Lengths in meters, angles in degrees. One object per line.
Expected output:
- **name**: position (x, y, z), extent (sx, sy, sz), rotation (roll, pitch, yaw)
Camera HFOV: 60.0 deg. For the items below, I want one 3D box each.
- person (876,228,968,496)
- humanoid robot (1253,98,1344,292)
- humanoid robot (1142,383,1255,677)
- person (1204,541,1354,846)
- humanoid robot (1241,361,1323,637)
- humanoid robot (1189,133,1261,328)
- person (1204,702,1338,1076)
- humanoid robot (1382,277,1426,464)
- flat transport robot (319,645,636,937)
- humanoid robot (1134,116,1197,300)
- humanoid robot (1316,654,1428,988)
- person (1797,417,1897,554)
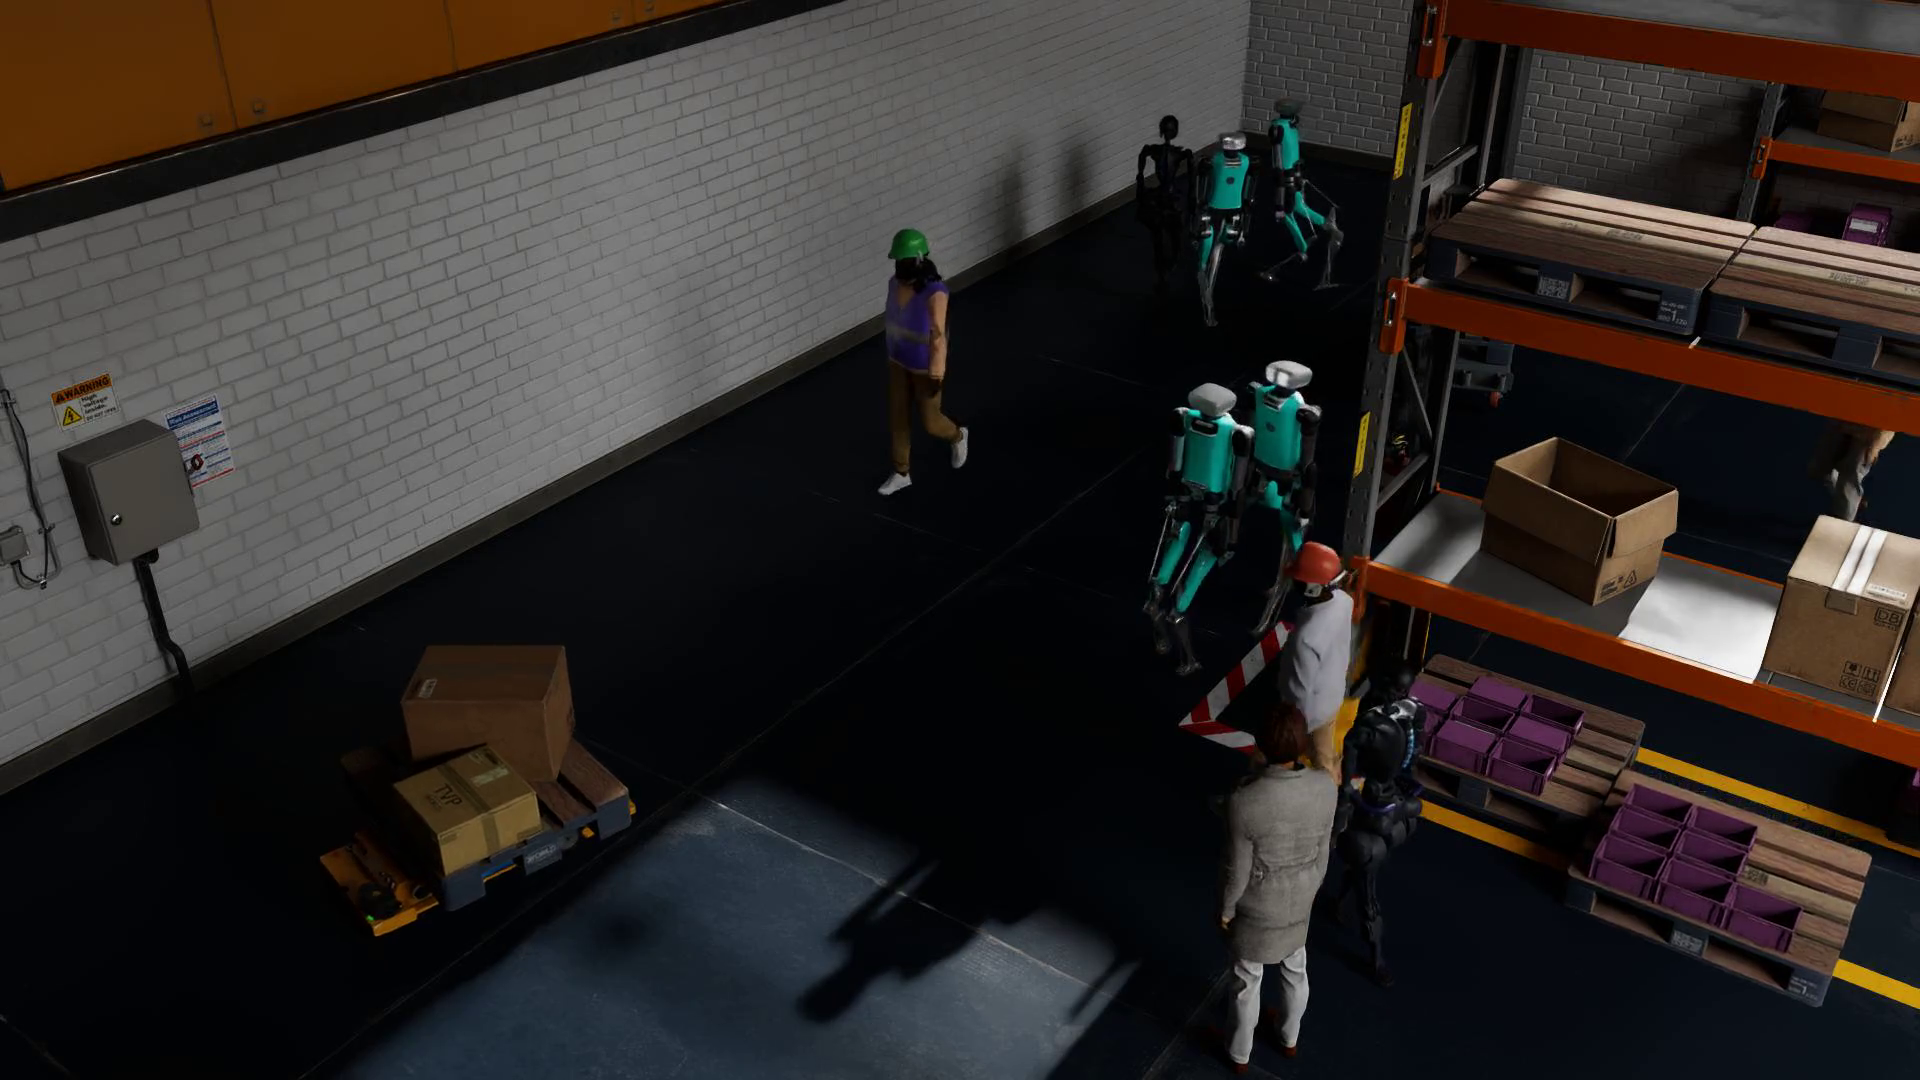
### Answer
- **person**: position (-0.282, -1.253, 11.562), extent (0.551, 1.912, 0.710), rotation (22, 37, 33)
- **humanoid robot**: position (3.145, -3.007, 14.828), extent (0.992, 1.741, 0.536), rotation (16, 33, 25)
- **humanoid robot**: position (1.275, 0.017, 9.530), extent (0.530, 1.783, 0.695), rotation (22, 36, 33)
- **person**: position (1.624, 0.750, 8.276), extent (0.790, 1.719, 0.567), rotation (21, 36, 32)
- **humanoid robot**: position (2.046, -0.314, 10.132), extent (0.775, 1.798, 0.530), rotation (-25, 38, -36)
- **humanoid robot**: position (2.181, -2.713, 14.263), extent (0.534, 1.738, 0.958), rotation (-3, 30, -5)
- **person**: position (1.280, 1.469, 6.932), extent (0.504, 1.828, 0.369), rotation (-9, 31, -15)
- **humanoid robot**: position (3.046, -1.043, 11.433), extent (0.426, 1.645, 0.587), rotation (-5, 30, -9)
- **flat transport robot**: position (-2.449, 1.473, 8.484), extent (1.431, 0.231, 0.659), rotation (-23, 37, -34)
- **humanoid robot**: position (1.803, -2.940, 14.743), extent (0.583, 1.641, 0.575), rotation (11, 32, 19)
- **humanoid robot**: position (1.826, 1.228, 7.514), extent (0.589, 1.639, 0.632), rotation (-22, 36, -33)
- **person**: position (5.825, -0.743, 10.739), extent (0.484, 1.857, 0.585), rotation (-7, 31, -12)
